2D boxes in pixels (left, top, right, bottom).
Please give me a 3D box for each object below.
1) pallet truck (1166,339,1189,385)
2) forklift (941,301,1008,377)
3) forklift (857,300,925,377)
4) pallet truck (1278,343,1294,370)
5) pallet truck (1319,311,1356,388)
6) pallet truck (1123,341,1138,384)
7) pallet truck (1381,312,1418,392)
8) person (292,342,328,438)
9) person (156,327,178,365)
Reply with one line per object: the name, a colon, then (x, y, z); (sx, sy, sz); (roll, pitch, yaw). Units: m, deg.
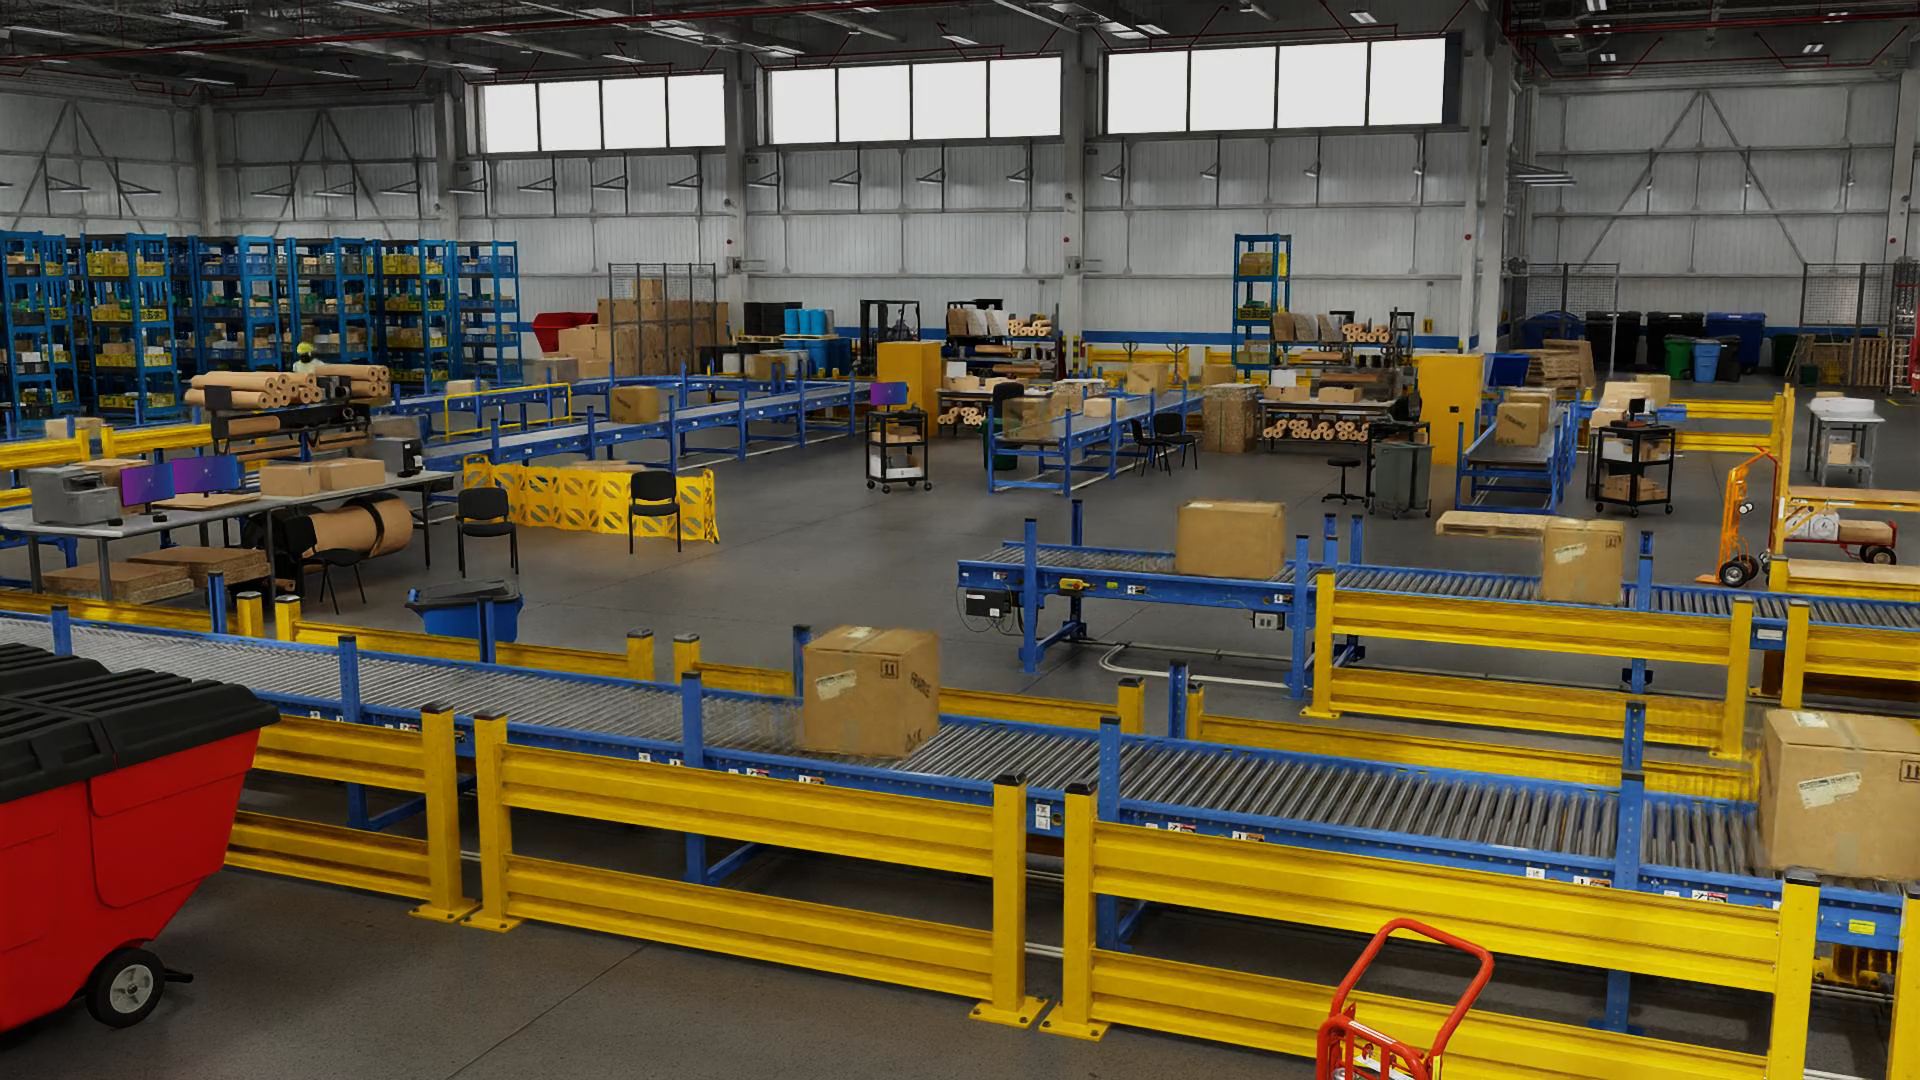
pallet truck: (5.418, -4.269, 40.420); (0.704, 1.261, 1.522); (3, 10, 20)
forklift: (0.365, -4.966, 41.571); (1.157, 1.987, 2.680); (3, 10, 20)
forklift: (-1.732, -5.109, 42.468); (1.157, 1.987, 2.680); (4, 10, 22)
pallet truck: (7.886, -4.163, 39.743); (0.653, 1.274, 1.630); (4, 10, 22)
pallet truck: (9.071, -4.419, 39.190); (0.823, 1.965, 1.885); (5, 10, 26)
pallet truck: (4.445, -4.380, 41.279); (0.680, 1.201, 1.601); (4, 10, 22)
pallet truck: (10.207, -4.283, 38.369); (0.823, 1.965, 1.885); (3, 10, 20)
person: (-10.737, -2.388, 27.504); (0.591, 1.796, 0.849); (3, 10, 15)
person: (-17.990, -4.060, 37.537); (0.571, 1.831, 0.411); (-7, 11, -35)
